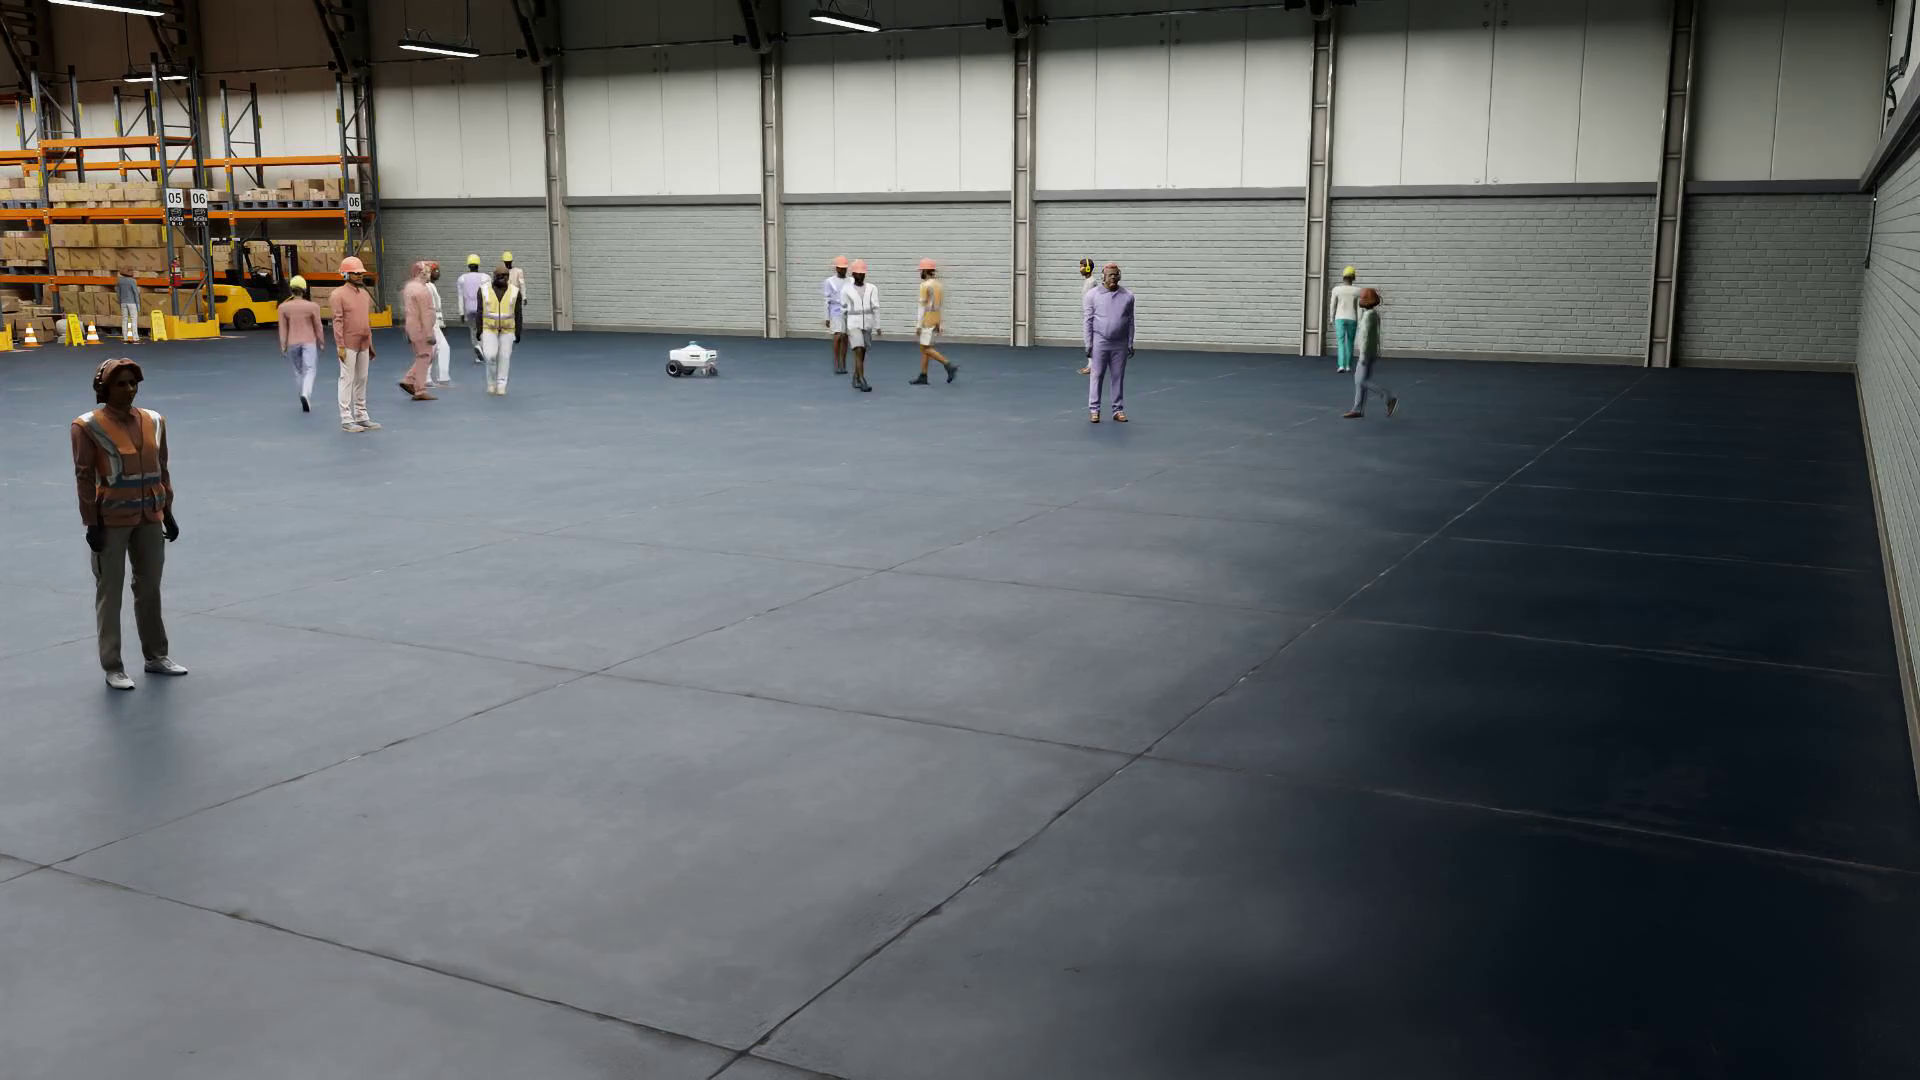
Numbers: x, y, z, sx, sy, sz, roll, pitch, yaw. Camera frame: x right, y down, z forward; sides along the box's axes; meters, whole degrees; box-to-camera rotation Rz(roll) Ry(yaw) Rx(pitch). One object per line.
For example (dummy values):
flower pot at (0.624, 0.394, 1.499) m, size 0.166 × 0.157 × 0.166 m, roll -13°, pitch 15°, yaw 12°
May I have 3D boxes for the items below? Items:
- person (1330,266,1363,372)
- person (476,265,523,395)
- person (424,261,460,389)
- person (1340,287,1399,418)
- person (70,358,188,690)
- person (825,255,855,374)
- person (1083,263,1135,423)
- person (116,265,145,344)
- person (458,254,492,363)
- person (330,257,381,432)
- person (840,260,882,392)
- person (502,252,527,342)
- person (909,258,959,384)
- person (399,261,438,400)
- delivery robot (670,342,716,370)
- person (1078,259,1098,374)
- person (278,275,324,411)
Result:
person at (6.365, -3.625, 27.393) m, size 0.530 × 1.773 × 0.590 m, roll 1°, pitch 10°, yaw 7°
person at (-6.450, -2.932, 23.335) m, size 0.644 × 1.818 × 0.464 m, roll -4°, pitch 11°, yaw -19°
person at (-7.620, -3.136, 24.343) m, size 0.718 × 1.863 × 0.581 m, roll -3°, pitch 11°, yaw -14°
person at (5.019, -2.268, 20.277) m, size 0.629 × 1.610 × 0.509 m, roll 4°, pitch 11°, yaw 18°
person at (-4.162, -0.088, 8.321) m, size 0.307 × 1.641 × 0.513 m, roll 5°, pitch 12°, yaw 26°
person at (-1.867, -3.624, 26.859) m, size 0.547 × 1.912 × 0.699 m, roll -5°, pitch 11°, yaw -23°
person at (1.801, -2.362, 19.993) m, size 0.643 × 1.909 × 0.410 m, roll -2°, pitch 11°, yaw -13°
person at (-17.171, -4.865, 34.381) m, size 0.507 × 1.632 × 0.264 m, roll 3°, pitch 11°, yaw 15°
person at (-8.485, -4.045, 29.147) m, size 0.600 × 1.914 × 0.618 m, roll 0°, pitch 10°, yaw -3°
person at (-6.936, -2.240, 19.080) m, size 0.383 × 1.996 × 0.609 m, roll 3°, pitch 11°, yaw 18°
person at (-1.457, -3.107, 24.136) m, size 0.541 × 1.893 × 1.014 m, roll -4°, pitch 11°, yaw -21°
person at (-9.592, -5.193, 35.471) m, size 0.591 × 1.898 × 0.908 m, roll -5°, pitch 12°, yaw -25°
person at (-0.395, -3.255, 24.858) m, size 0.757 × 1.911 × 0.550 m, roll 4°, pitch 11°, yaw 20°
person at (-7.353, -2.845, 22.687) m, size 0.432 × 1.895 × 0.636 m, roll -6°, pitch 12°, yaw -29°
delivery robot at (-4.234, -2.906, 26.390) m, size 0.707 × 0.478 × 0.477 m, roll 4°, pitch 11°, yaw 19°
person at (2.090, -3.634, 27.065) m, size 0.311 × 1.862 × 0.503 m, roll 0°, pitch 10°, yaw -2°
person at (-8.461, -2.525, 21.359) m, size 0.534 × 1.735 × 0.844 m, roll -1°, pitch 10°, yaw -6°
